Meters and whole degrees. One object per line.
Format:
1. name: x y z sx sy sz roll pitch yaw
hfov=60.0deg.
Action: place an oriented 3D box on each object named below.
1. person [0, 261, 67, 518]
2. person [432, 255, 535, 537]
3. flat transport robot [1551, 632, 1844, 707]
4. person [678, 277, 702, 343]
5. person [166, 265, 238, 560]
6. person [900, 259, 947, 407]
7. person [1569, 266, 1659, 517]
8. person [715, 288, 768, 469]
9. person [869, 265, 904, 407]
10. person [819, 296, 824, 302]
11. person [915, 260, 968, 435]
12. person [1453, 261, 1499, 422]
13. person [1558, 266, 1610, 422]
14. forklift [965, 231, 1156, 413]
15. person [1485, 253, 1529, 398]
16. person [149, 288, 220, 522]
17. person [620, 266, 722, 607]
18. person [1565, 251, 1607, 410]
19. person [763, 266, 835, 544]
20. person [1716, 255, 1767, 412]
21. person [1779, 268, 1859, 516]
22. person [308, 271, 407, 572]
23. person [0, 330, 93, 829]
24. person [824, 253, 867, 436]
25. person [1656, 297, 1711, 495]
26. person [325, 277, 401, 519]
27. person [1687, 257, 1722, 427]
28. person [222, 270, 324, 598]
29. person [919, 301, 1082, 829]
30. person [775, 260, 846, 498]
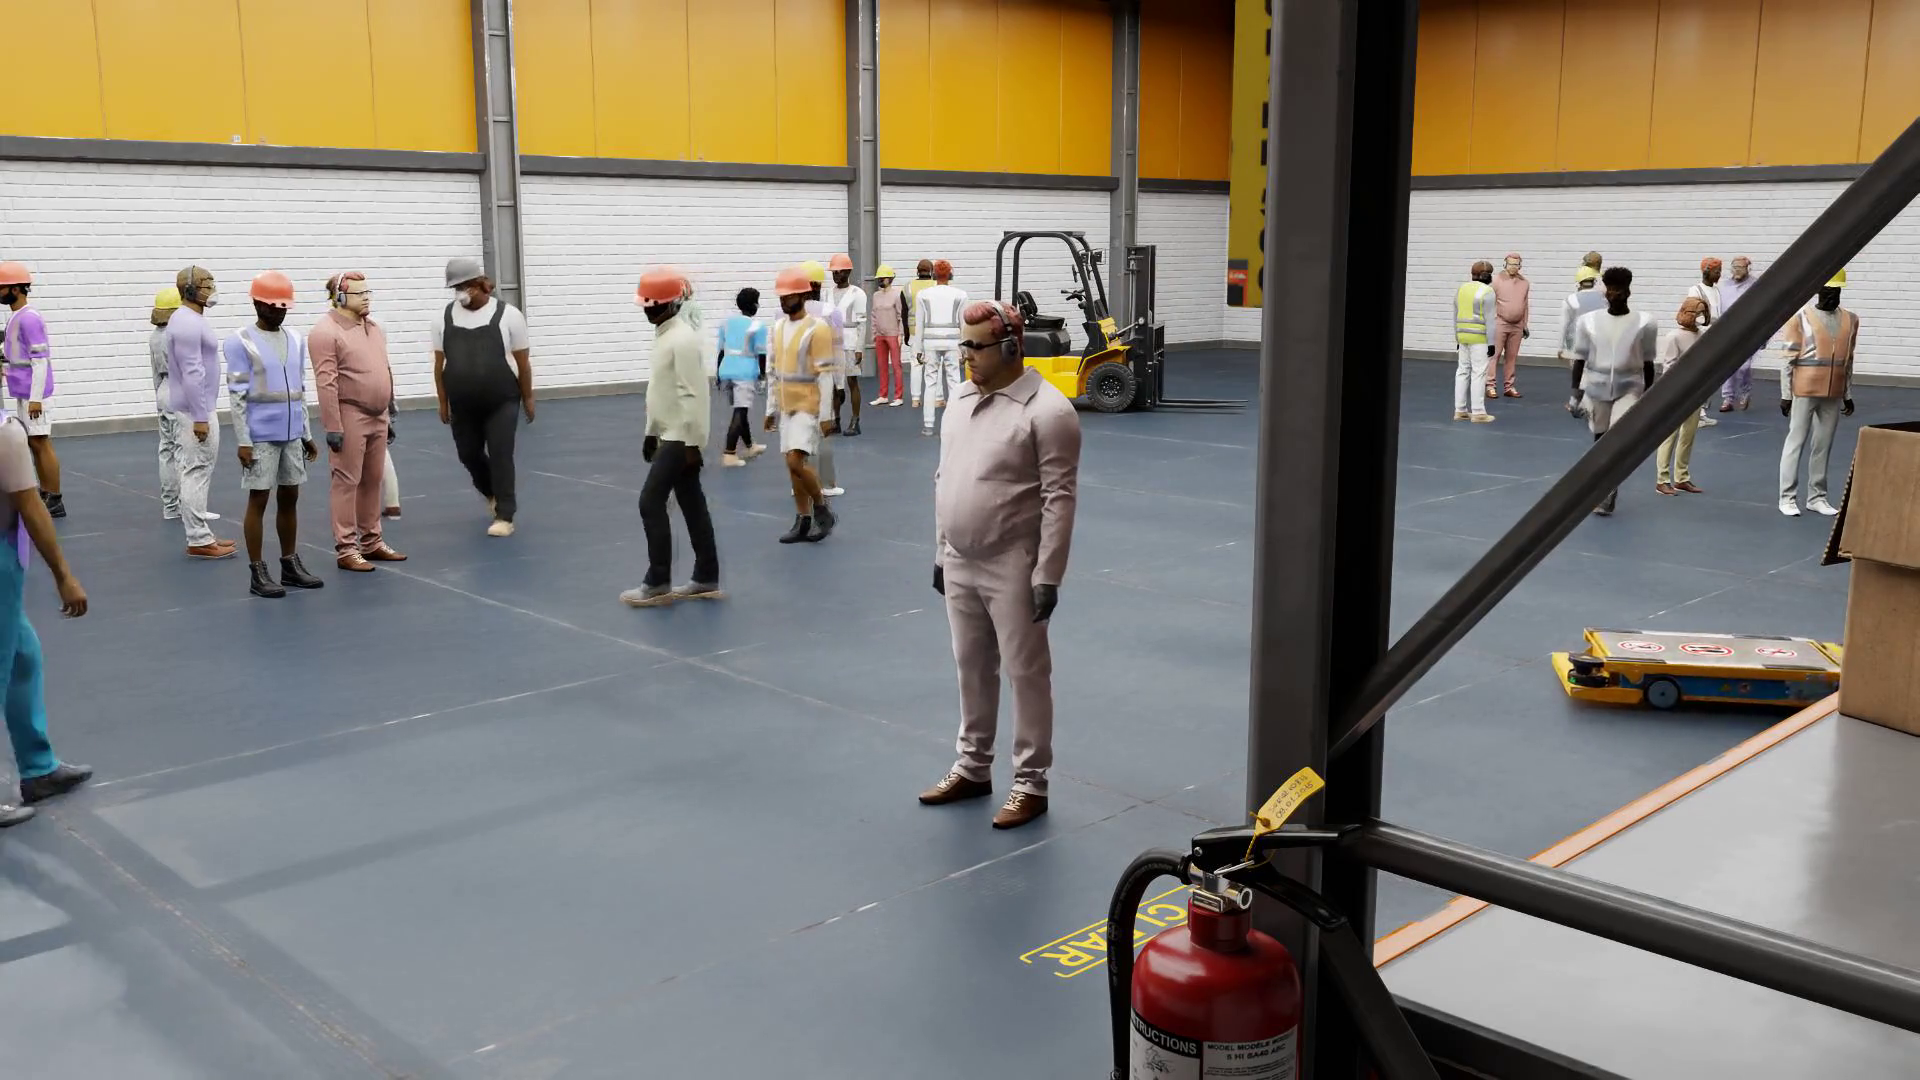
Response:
1. person: -7.030 -1.115 12.507 0.373 1.935 0.552 -8 13 -38
2. person: -3.425 -1.077 12.018 0.703 2.000 0.802 0 10 -1
3. flat transport robot: 3.534 0.600 7.697 1.431 0.197 0.652 2 10 12
4. person: -3.317 -2.330 19.962 0.497 1.633 0.284 6 12 31
5. person: -5.035 -0.841 11.007 0.355 1.938 0.634 -4 11 -23
6. person: -0.417 -2.561 20.667 0.624 1.840 0.429 2 11 12
7. person: 5.075 -1.172 12.922 0.606 1.915 1.056 6 12 28
8. person: -1.973 -1.513 15.472 0.539 1.645 0.850 7 12 33
9. person: -0.912 -2.550 20.799 0.528 1.767 0.330 9 14 41
10. person: -1.922 -2.648 21.773 0.506 1.615 0.700 3 11 14
11. person: -0.191 -2.050 17.799 0.571 1.874 0.353 0 10 0
12. person: 5.939 -2.276 19.108 0.428 1.840 0.631 -4 11 -23
13. person: 7.225 -2.258 19.178 0.597 1.793 0.887 0 10 -2
14. forklift: 1.222 -2.721 20.561 2.313 2.155 1.214 2 11 13
15. person: 7.200 -2.810 21.851 0.636 1.903 0.405 -3 11 -15
16. person: -5.846 -1.009 12.457 0.486 1.744 0.294 8 13 36
17. person: -1.733 -0.589 9.582 0.765 1.949 0.652 -3 11 -17
18. person: 7.704 -2.554 20.353 0.632 1.940 0.372 -8 13 -38
19. person: -1.130 -0.914 11.471 0.400 1.923 0.546 -10 14 -43
20. person: 9.361 -2.479 20.055 0.677 1.892 0.428 10 14 43
21. person: 6.537 -1.138 12.657 0.594 1.925 0.369 -1 10 -8
22. person: -3.847 -0.763 10.671 0.407 1.908 0.642 3 11 14
23. person: -3.445 0.125 6.064 0.580 1.821 0.760 6 12 31
24. person: -1.257 -2.076 17.747 0.543 1.938 0.357 6 12 29
25. person: 5.994 -1.187 13.724 0.509 1.632 0.265 -5 12 -26
26. person: -4.497 -1.055 12.479 0.543 1.825 0.541 -10 14 -44
27. person: 8.330 -2.211 18.629 0.575 1.884 0.355 -9 14 -41
28. person: -4.063 -0.631 9.894 0.379 1.927 0.542 5 12 27
29. person: 0.120 0.088 6.053 0.406 1.902 0.637 -10 14 -43
30. person: -1.208 -1.303 13.558 0.587 1.927 0.368 2 11 12
